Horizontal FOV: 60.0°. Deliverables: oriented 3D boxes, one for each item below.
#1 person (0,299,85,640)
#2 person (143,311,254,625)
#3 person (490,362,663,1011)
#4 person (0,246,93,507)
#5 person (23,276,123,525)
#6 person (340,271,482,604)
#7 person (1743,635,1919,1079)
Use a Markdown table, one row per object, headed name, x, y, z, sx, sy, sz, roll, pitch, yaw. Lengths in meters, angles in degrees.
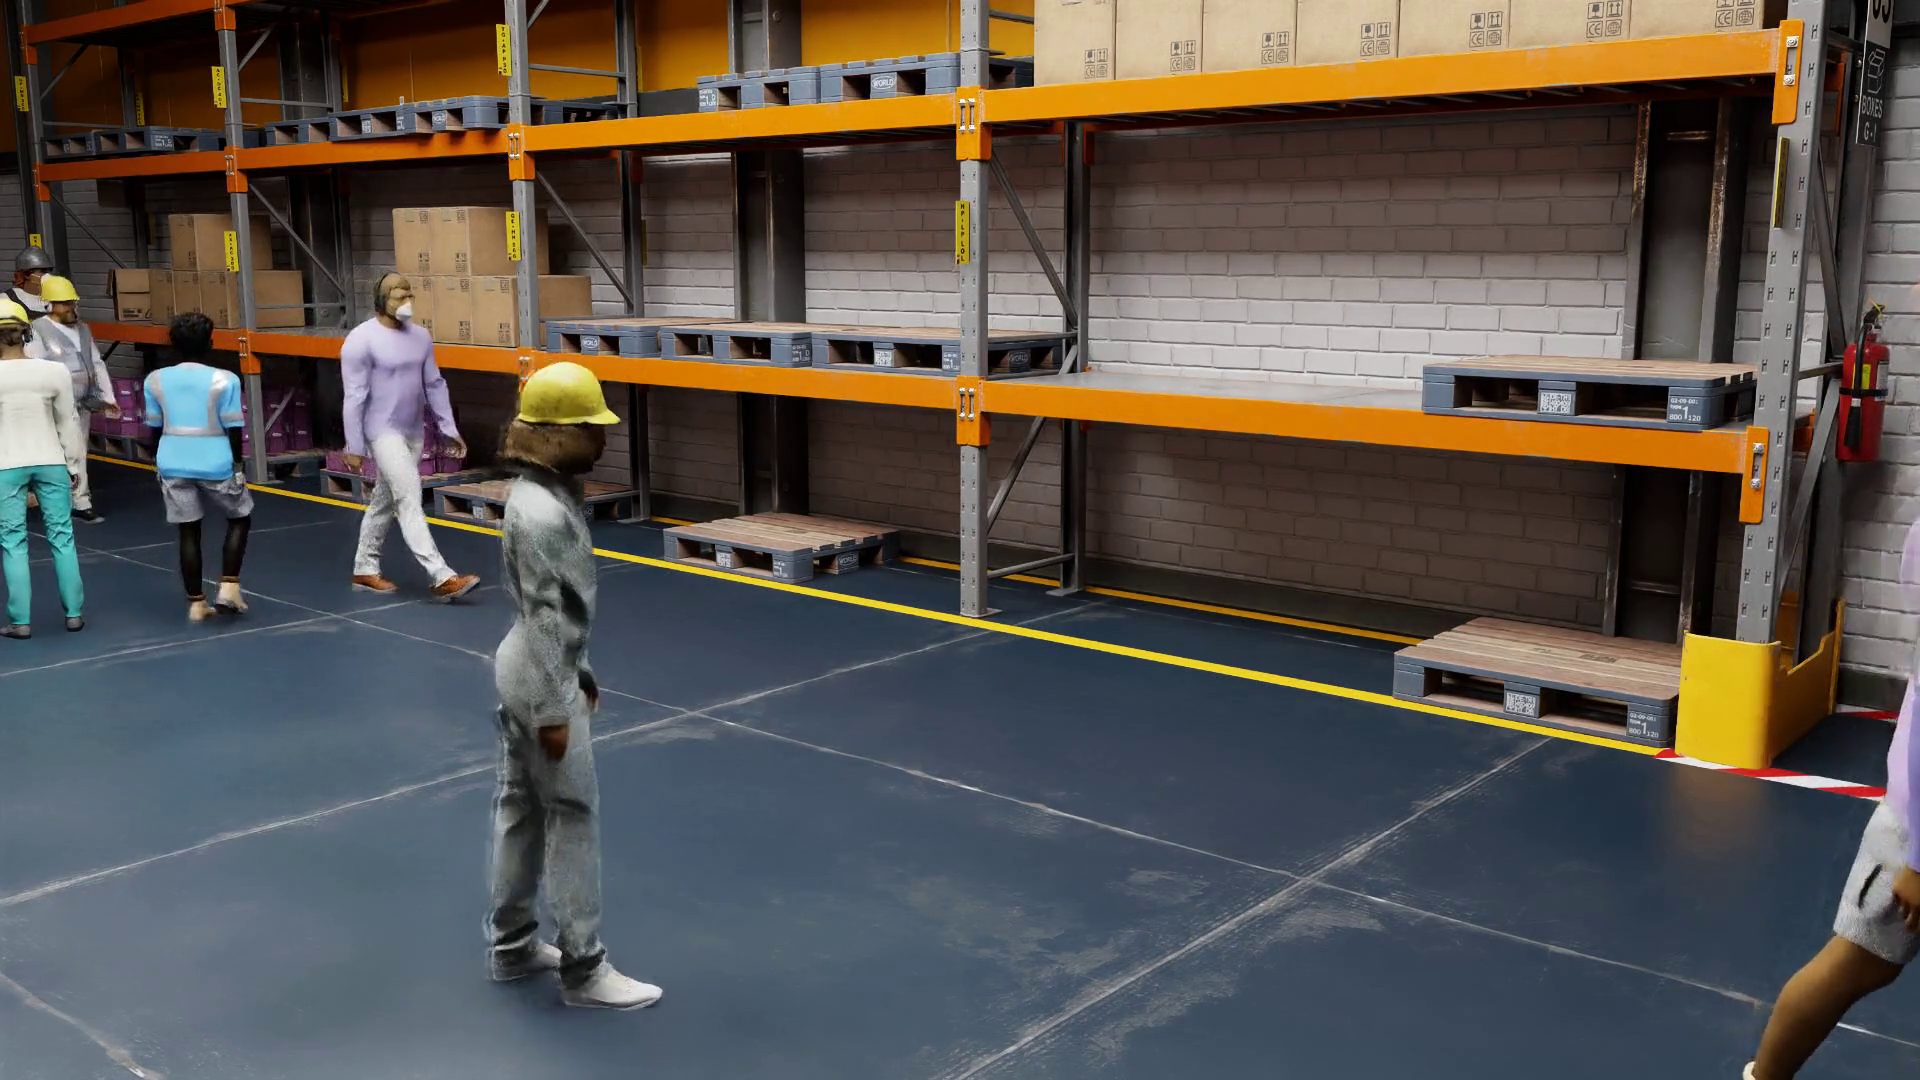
| name | x | y | z | sx | sy | sz | roll | pitch | yaw |
| --- | --- | --- | --- | --- | --- | --- | --- | --- | --- |
| person | -4.867 | -0.363 | 8.655 | 0.524 | 1.759 | 0.328 | -9 | 13 | -41 |
| person | -4.086 | -0.380 | 8.958 | 0.538 | 1.688 | 0.369 | -1 | 10 | -5 |
| person | -1.062 | 0.394 | 4.465 | 0.530 | 1.724 | 0.497 | -3 | 10 | -15 |
| person | -7.215 | -1.291 | 13.134 | 0.537 | 2.000 | 0.683 | 6 | 12 | 32 |
| person | -6.475 | -1.017 | 12.215 | 0.561 | 1.813 | 0.622 | 2 | 10 | 9 |
| person | -3.164 | -0.580 | 9.526 | 1.019 | 1.881 | 0.652 | 4 | 11 | 20 |
| person | 2.031 | 0.498 | 3.200 | 0.620 | 1.958 | 1.120 | -5 | 11 | -28 |
